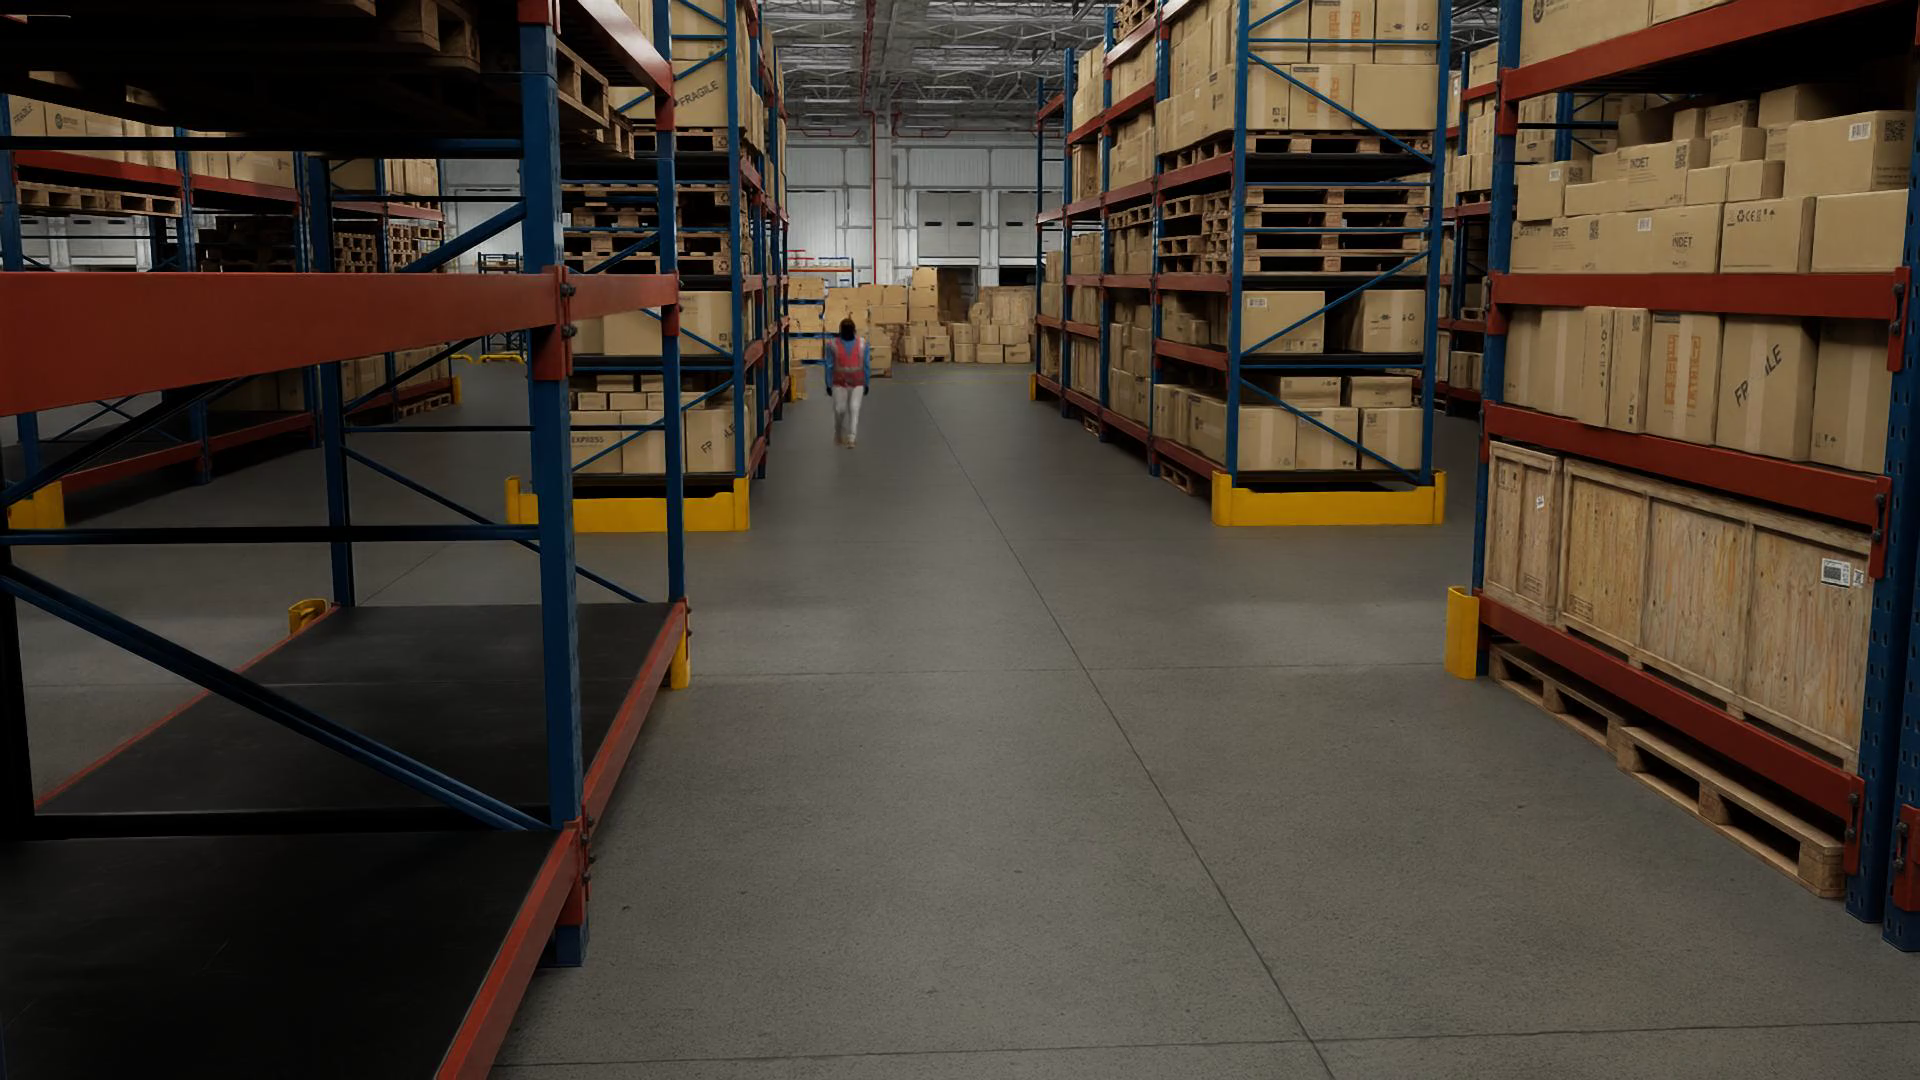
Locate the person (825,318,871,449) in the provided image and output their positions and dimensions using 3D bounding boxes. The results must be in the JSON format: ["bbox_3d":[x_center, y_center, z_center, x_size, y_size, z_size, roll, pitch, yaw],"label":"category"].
[{"bbox_3d":[-1.543,-2.159,23.011,0.625,1.824,0.449,-1,9,-8],"label":"person"}]

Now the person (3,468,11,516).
[{"bbox_3d":[-6.729,-0.335,11.262,0.579,1.904,0.831,0,9,-1],"label":"person"}]
